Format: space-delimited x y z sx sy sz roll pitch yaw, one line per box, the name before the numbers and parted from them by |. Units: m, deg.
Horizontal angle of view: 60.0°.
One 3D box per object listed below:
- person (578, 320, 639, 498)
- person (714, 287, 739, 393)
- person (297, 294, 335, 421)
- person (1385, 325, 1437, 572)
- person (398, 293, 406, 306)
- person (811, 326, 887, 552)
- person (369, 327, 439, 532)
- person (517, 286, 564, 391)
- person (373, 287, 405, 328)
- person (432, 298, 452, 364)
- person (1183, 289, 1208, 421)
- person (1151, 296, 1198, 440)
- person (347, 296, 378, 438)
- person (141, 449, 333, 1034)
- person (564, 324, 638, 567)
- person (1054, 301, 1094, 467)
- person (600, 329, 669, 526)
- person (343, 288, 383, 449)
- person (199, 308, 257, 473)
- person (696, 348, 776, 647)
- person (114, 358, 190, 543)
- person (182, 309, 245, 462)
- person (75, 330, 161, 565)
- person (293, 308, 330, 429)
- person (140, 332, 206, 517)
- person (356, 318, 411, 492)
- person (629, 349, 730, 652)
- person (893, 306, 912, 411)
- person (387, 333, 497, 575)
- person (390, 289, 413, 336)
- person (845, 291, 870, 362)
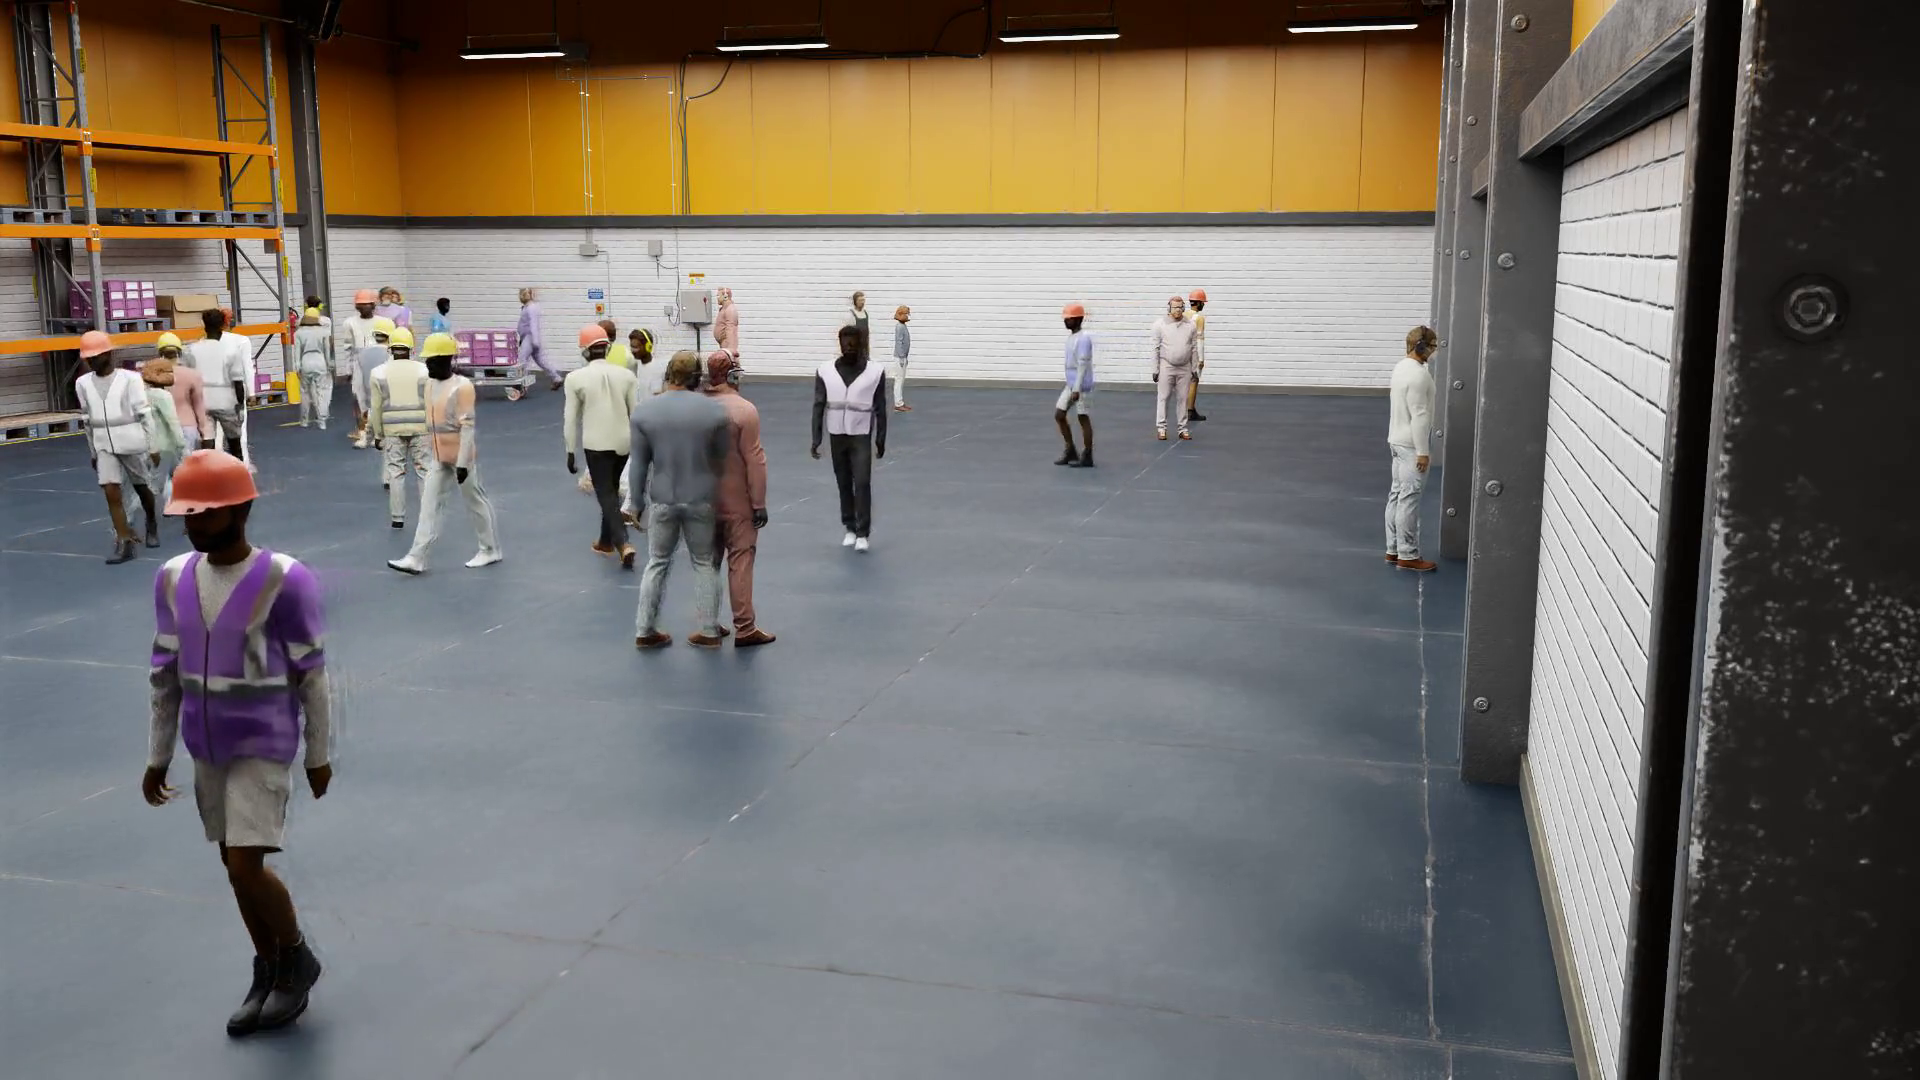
person | -3.629 -1.347 17.054 0.658 1.801 0.908 -7 12 -33
person | -3.799 -3.157 27.048 0.402 1.901 0.647 -3 10 -14
person | -9.423 -2.664 24.382 0.511 1.856 0.378 -1 10 -7
person | 3.575 -0.724 13.148 0.372 1.938 0.627 0 10 -1
person | -10.062 -3.546 29.739 0.628 1.716 0.534 -2 10 -9
person | -0.945 -0.842 13.946 0.604 1.884 0.867 1 10 8
person | -4.970 -0.989 14.936 0.588 1.835 0.403 -3 11 -18
person | -7.474 -3.520 29.192 0.960 1.866 0.643 -2 10 -11
person | -9.400 -3.167 27.119 0.704 1.885 0.869 -4 11 -22
person | -9.191 -3.451 29.365 0.788 1.655 0.532 -1 10 -4
person | 3.448 -2.715 24.450 0.382 1.932 0.542 -5 11 -25
person | 2.839 -2.263 21.971 0.644 1.903 0.401 -2 10 -11
person | -7.921 -2.380 22.508 0.641 1.950 1.023 6 12 32
person | -2.332 0.661 5.343 0.556 1.918 0.429 3 10 17
person | -2.832 -0.763 13.391 0.632 1.941 0.998 -7 12 -35
person | 1.308 -1.779 19.162 0.580 1.916 0.545 -4 11 -21
person | -2.802 -1.027 15.250 0.994 1.805 0.579 -8 13 -39
person | -7.457 -2.139 20.913 0.637 2.018 0.824 -1 10 -6
person | -8.219 -1.664 18.675 0.592 1.873 0.369 0 10 2
person | -1.480 -0.268 10.651 0.642 1.909 0.408 6 12 31
person | -6.976 -0.785 14.452 0.832 1.598 0.511 -7 12 -36
person | -7.476 -1.357 16.767 0.612 1.928 0.869 -2 10 -12
person | -6.881 -0.793 13.706 0.617 1.887 0.954 -1 10 -3
person | -9.132 -2.420 23.464 0.489 1.686 0.875 -5 11 -26
person | -7.334 -1.059 15.529 0.545 1.753 0.364 -5 11 -27
person | -5.944 -1.424 17.461 0.596 1.805 0.678 2 10 14
person | -1.740 -0.234 10.432 0.651 1.914 0.396 -1 10 -3
person | -0.892 -2.819 25.862 0.278 1.634 0.498 1 10 5
person | -4.032 -0.667 12.982 0.609 1.870 0.974 7 12 35
person | -9.515 -3.294 27.987 0.596 1.826 0.642 -1 10 -5
person | -1.700 -3.144 27.138 0.561 1.834 0.506 8 13 40
